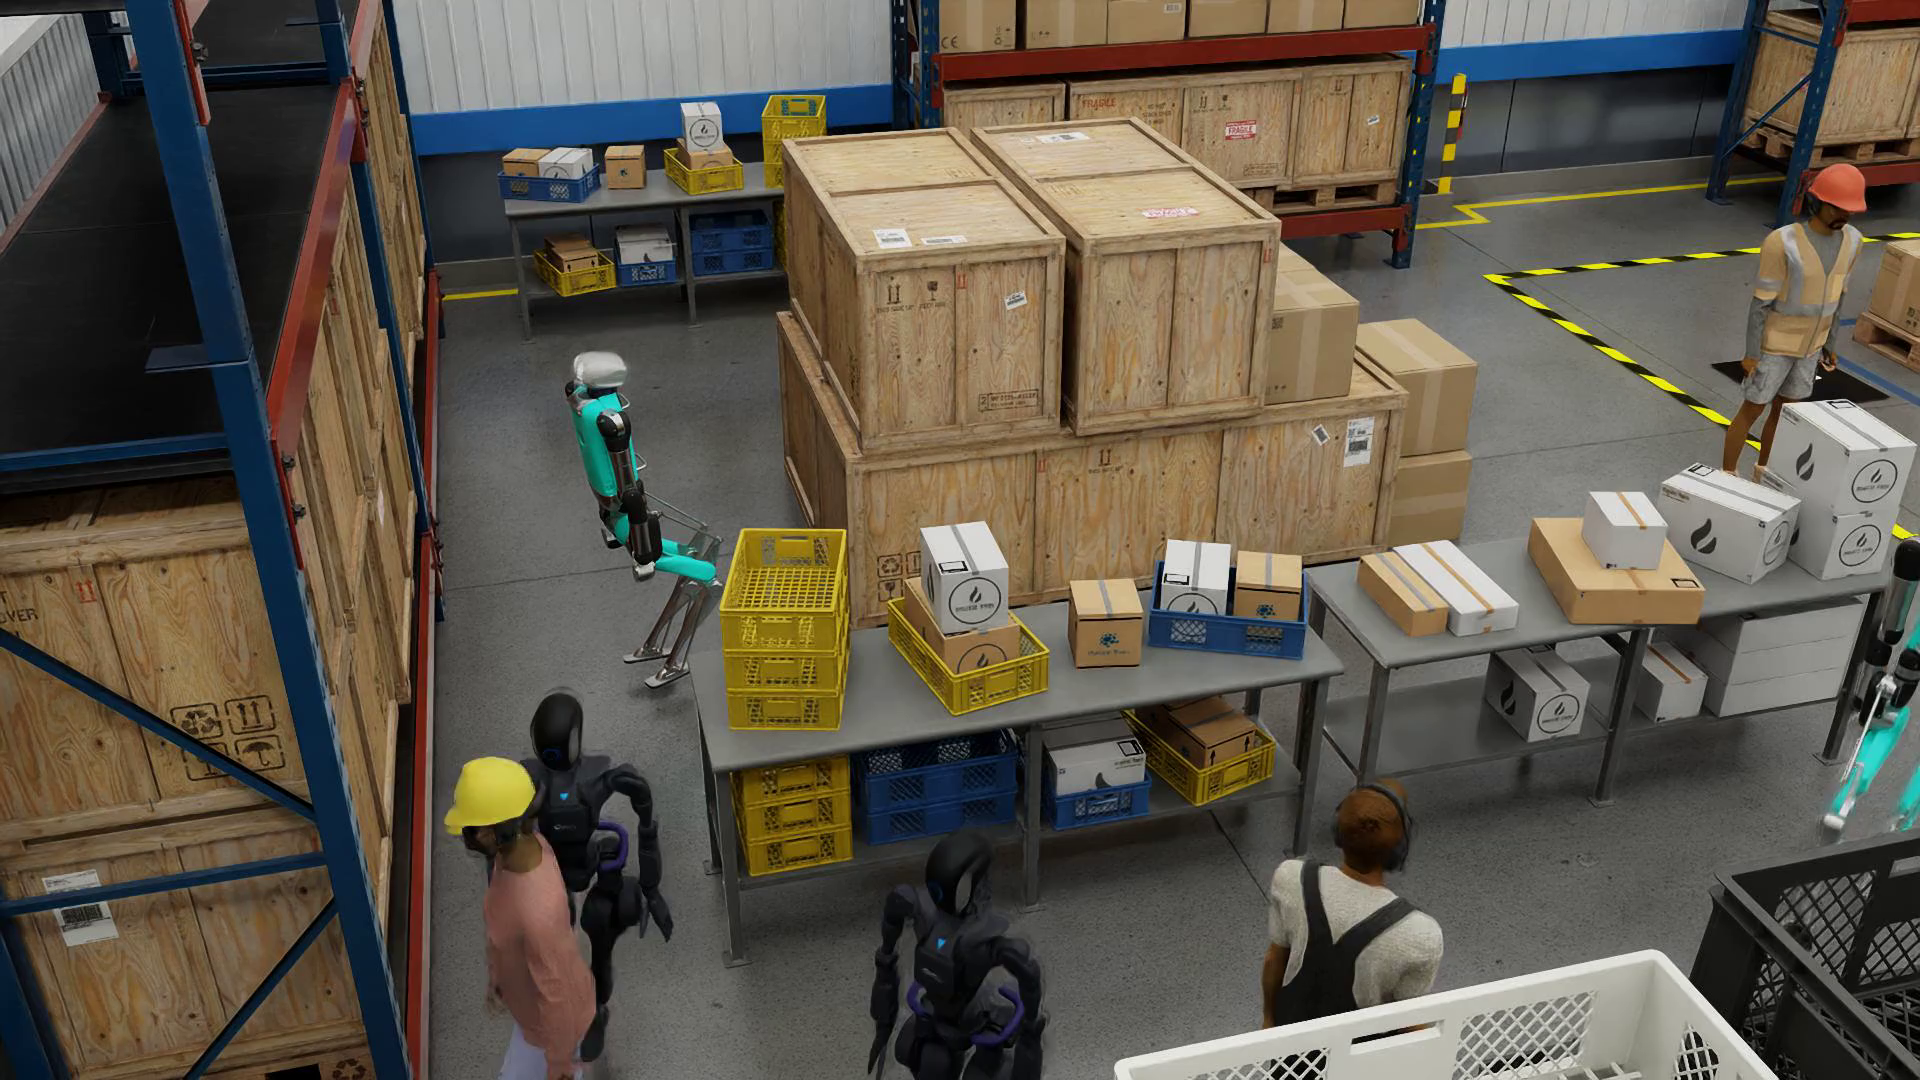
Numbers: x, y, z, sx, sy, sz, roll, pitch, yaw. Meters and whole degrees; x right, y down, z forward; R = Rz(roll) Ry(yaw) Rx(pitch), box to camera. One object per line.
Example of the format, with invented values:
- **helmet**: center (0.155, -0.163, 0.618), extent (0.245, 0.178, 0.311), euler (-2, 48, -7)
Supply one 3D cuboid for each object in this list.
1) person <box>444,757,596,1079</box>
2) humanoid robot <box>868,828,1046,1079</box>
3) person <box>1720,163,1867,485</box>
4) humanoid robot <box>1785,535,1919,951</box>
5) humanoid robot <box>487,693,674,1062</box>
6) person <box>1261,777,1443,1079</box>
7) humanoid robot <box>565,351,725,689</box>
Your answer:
- **person**: center (-1.277, 1.424, 5.011), extent (0.368, 1.745, 0.580), euler (-6, 29, -11)
- **humanoid robot**: center (0.021, 1.488, 4.945), extent (0.602, 1.642, 0.417), euler (17, 33, 28)
- **person**: center (4.651, -1.096, 9.271), extent (0.604, 2.042, 0.380), euler (-7, 30, -13)
- **humanoid robot**: center (3.476, 0.786, 6.190), extent (0.954, 1.767, 0.542), euler (-25, 37, -37)
- **humanoid robot**: center (-1.268, 1.199, 5.509), extent (0.611, 1.638, 0.645), euler (-4, 29, -8)
- **person**: center (1.090, 1.471, 4.828), extent (0.500, 1.836, 0.338), euler (20, 34, 31)
- **humanoid robot**: center (-1.375, -0.121, 7.674), extent (0.735, 1.677, 0.533), euler (-16, 33, -27)
